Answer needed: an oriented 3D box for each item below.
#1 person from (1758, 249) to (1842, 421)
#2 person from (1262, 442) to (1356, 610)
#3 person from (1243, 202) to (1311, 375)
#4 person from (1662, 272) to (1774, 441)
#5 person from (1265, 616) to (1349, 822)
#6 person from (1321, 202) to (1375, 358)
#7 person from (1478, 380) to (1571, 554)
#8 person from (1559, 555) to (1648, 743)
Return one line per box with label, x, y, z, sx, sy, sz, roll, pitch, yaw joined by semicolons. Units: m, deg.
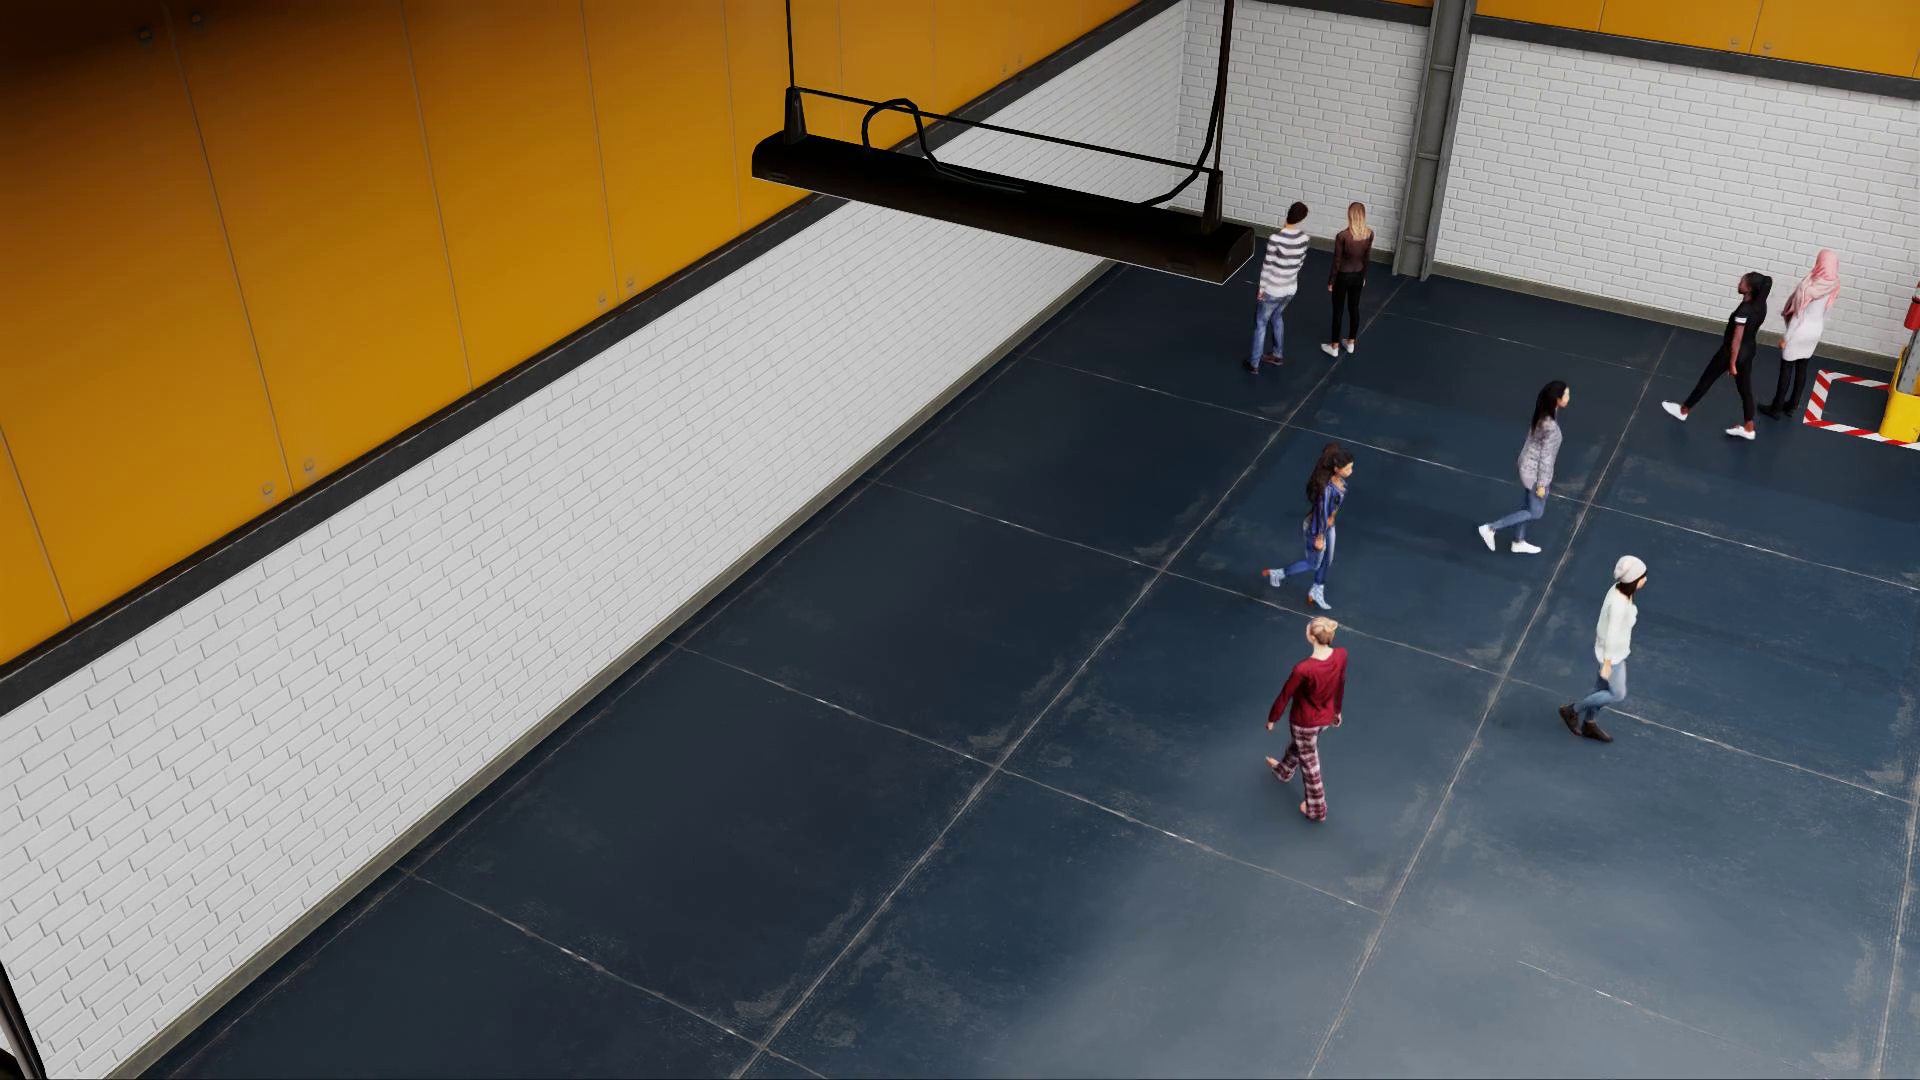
person;8.342;-2.035;16.450;0.739;1.804;0.795;-9;35;-14
person;2.904;-0.101;13.722;0.841;1.602;0.630;13;36;19
person;3.371;-2.587;17.289;0.839;1.795;0.837;-23;40;-31
person;7.615;-1.755;16.138;0.850;1.683;1.218;-28;42;-35
person;2.504;1.274;11.585;0.915;1.678;1.053;-19;38;-26
person;4.119;-2.770;17.646;0.673;1.703;0.705;-12;35;-18
person;4.879;-0.589;14.354;0.935;1.716;0.800;4;34;6
person;4.744;0.807;12.323;0.695;1.640;0.629;13;36;19
